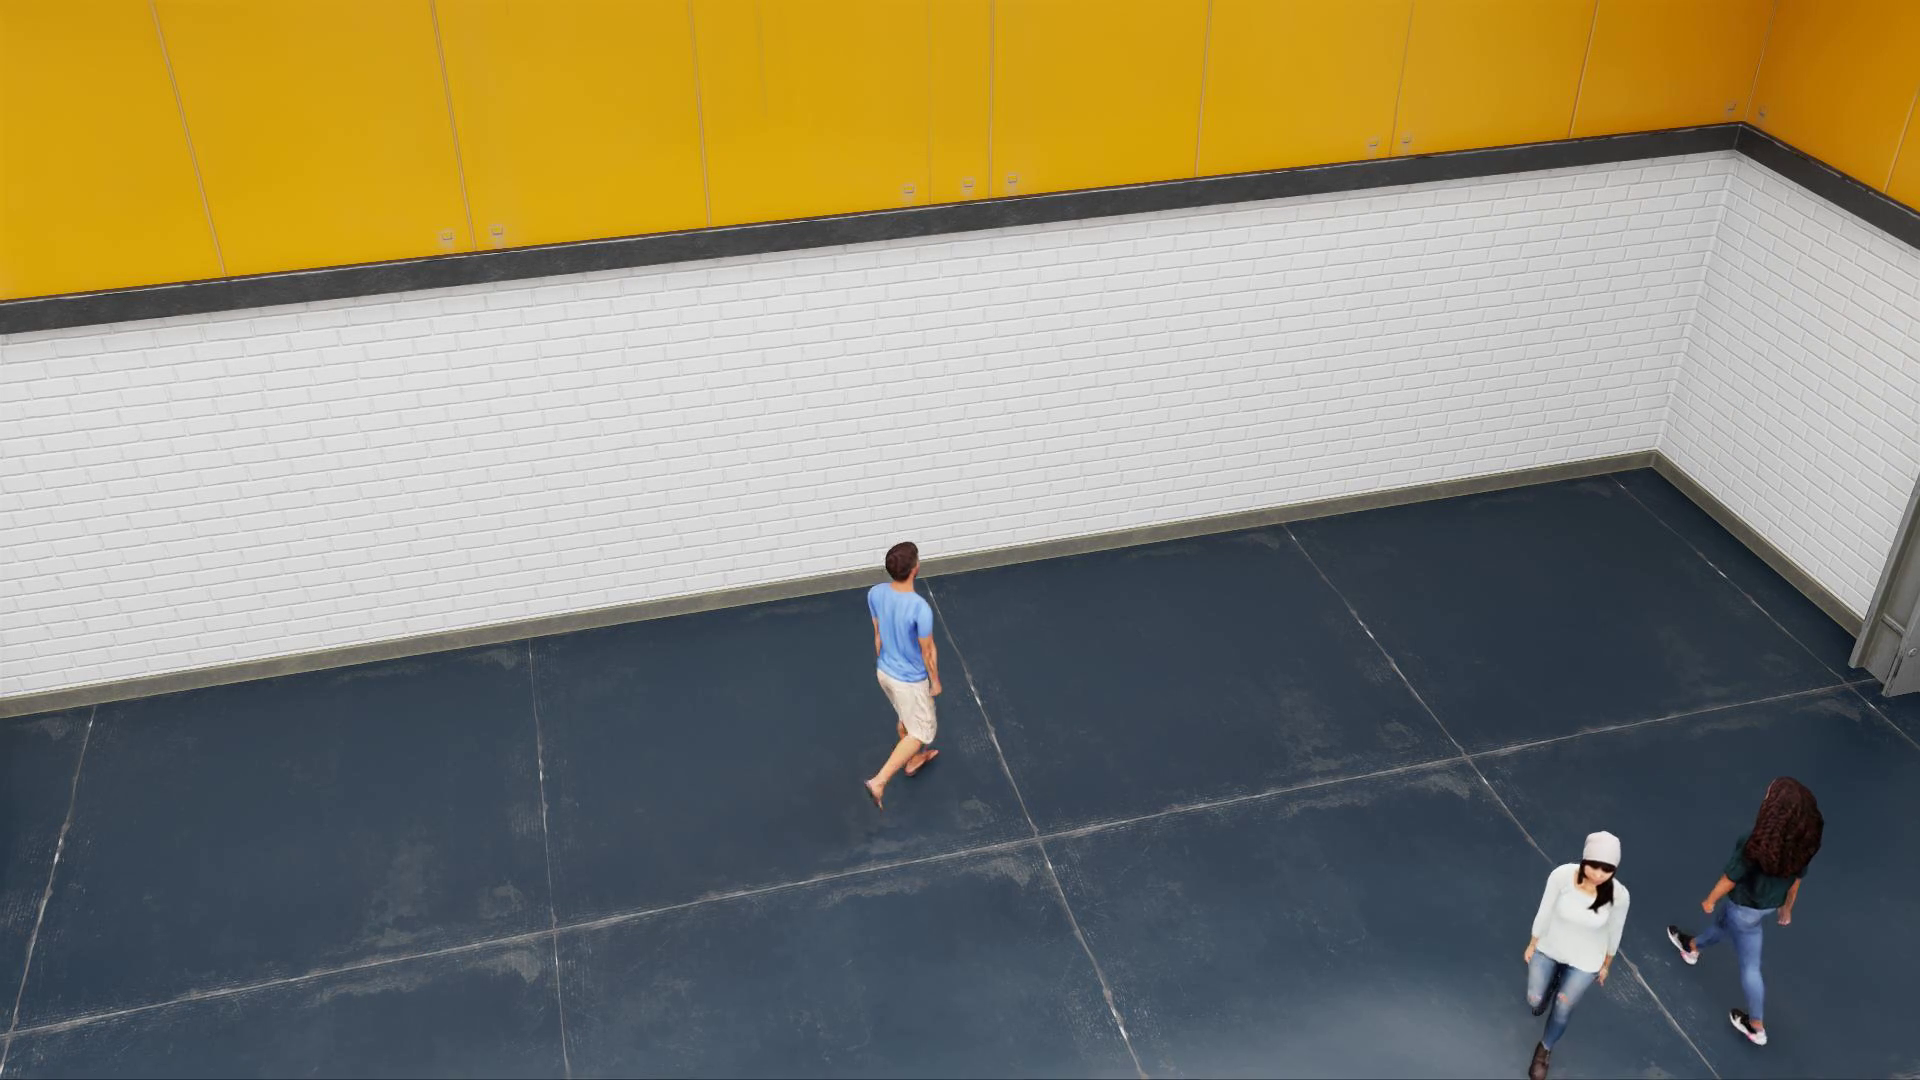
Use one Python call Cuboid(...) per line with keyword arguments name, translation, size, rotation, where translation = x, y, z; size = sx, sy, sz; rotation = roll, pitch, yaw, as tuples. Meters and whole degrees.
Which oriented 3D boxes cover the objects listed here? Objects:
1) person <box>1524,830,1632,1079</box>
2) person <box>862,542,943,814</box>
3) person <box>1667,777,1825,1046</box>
Cuboid(name="person", translation=(3.187, 2.095, 8.683), size=(0.830, 1.635, 0.903), rotation=(15, 37, 22))
Cuboid(name="person", translation=(-0.384, 0.870, 10.337), size=(1.071, 1.845, 1.027), rotation=(26, 42, 34))
Cuboid(name="person", translation=(4.282, 2.000, 8.886), size=(0.613, 1.570, 1.072), rotation=(-9, 35, -14))
